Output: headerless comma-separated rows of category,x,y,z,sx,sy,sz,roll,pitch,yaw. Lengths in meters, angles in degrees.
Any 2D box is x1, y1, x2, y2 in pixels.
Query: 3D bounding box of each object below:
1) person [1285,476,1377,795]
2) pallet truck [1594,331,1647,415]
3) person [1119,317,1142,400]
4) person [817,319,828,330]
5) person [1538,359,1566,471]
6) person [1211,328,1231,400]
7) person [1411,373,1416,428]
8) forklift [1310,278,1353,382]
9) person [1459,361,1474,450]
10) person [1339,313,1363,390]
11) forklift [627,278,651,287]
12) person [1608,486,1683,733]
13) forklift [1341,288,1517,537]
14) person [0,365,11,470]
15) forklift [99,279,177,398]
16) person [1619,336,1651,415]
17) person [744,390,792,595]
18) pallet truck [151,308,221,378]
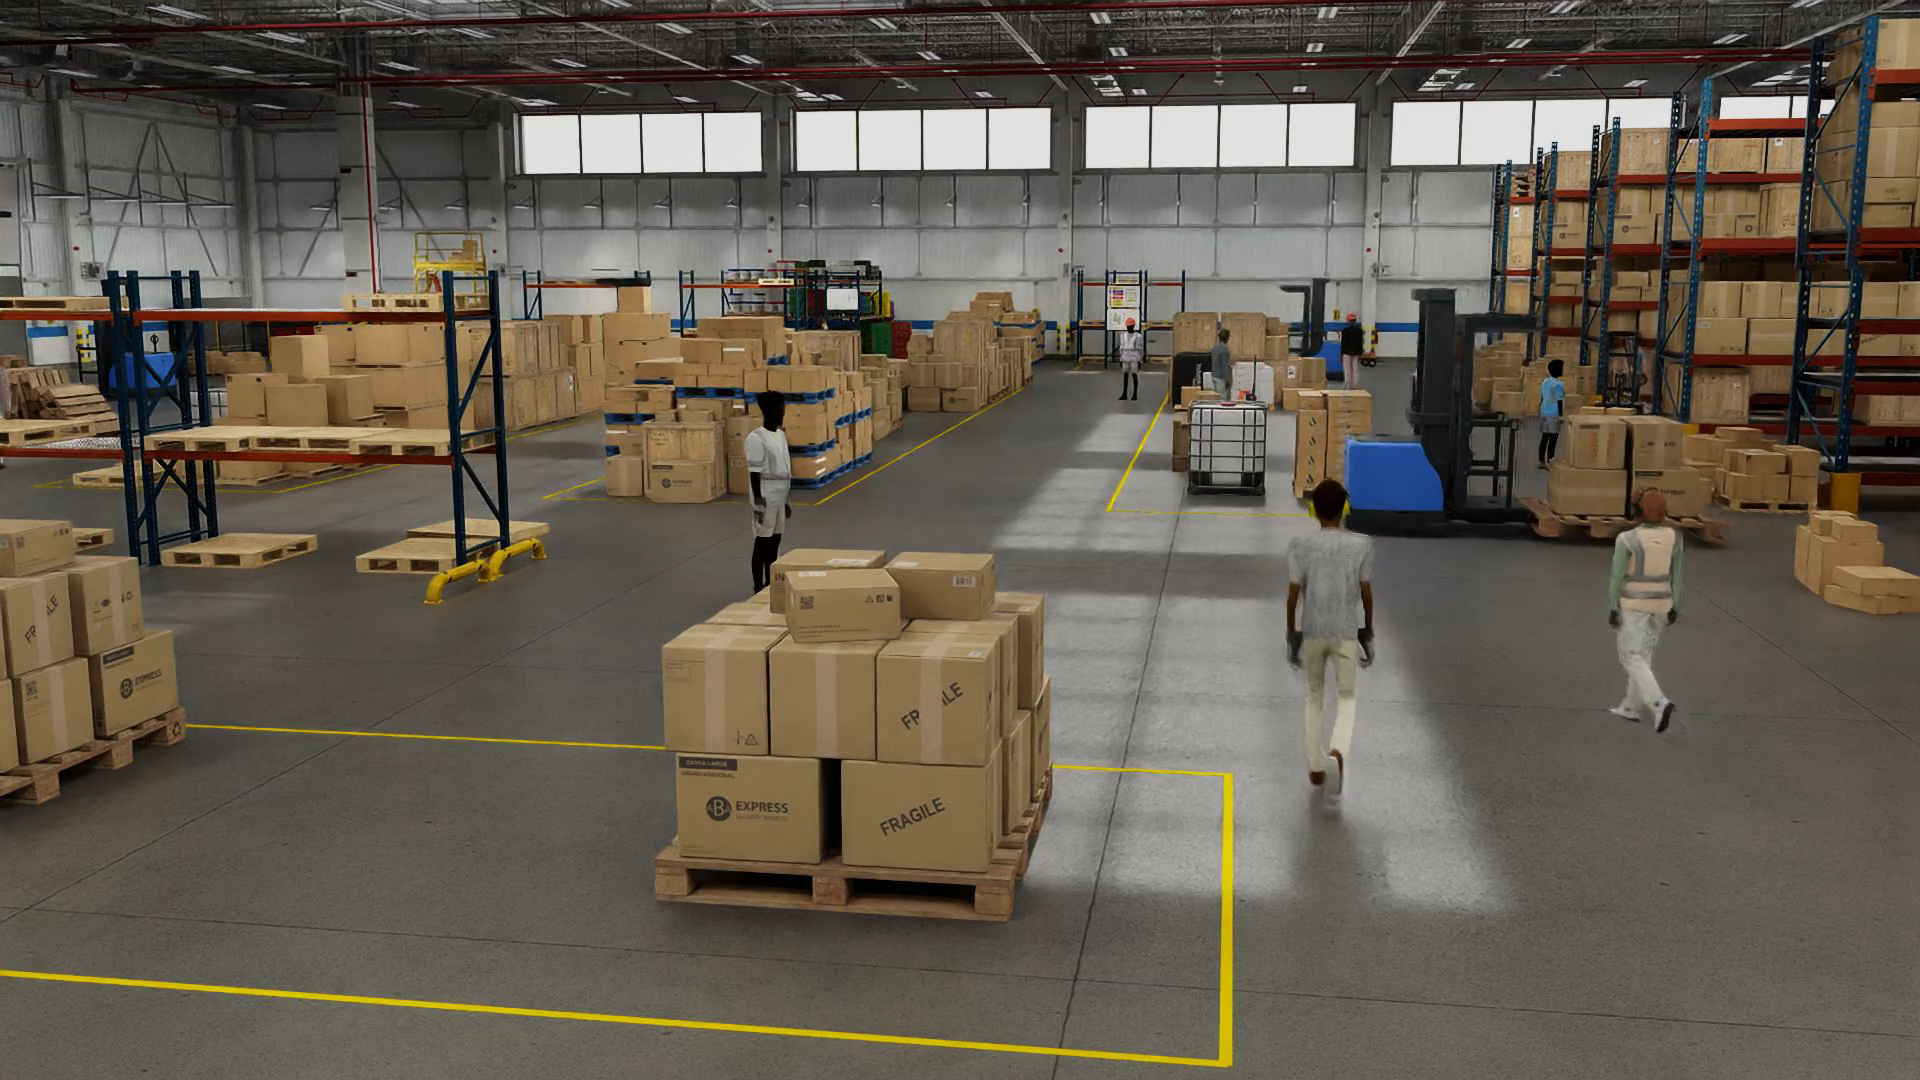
person,2.135,0.567,9.592,0.529,1.852,0.602,2,9,13
pallet truck,11.253,-2.573,28.499,0.823,1.965,1.885,5,10,27
person,3.987,-4.231,38.904,0.545,1.939,0.373,5,11,29
person,-3.164,-4.084,37.998,0.377,1.940,0.628,4,10,24
person,8.985,-1.889,25.204,0.316,1.695,0.542,-2,9,-9
person,4.987,-3.069,31.766,0.366,1.932,0.628,-2,9,-12
person,6.880,-1.851,24.333,0.609,1.898,0.610,-2,9,-9
forklift,9.728,-5.714,45.153,1.873,2.768,1.129,1,9,9
person,7.882,-1.990,26.037,0.312,1.632,0.526,0,9,2
person,9.645,-4.611,41.076,0.622,1.992,0.396,-3,10,-20
forklift,-8.733,-5.757,45.420,1.873,2.768,1.129,1,9,9
person,4.546,0.459,10.970,0.521,1.620,0.677,-2,10,-15
forklift,5.421,-1.502,19.175,1.873,2.768,1.129,1,9,9
person,-14.724,-2.009,25.222,0.668,1.931,0.472,1,9,5
forklift,-19.606,-4.720,39.027,1.873,2.768,1.129,1,9,9
person,13.074,-3.092,32.243,0.633,1.827,0.636,2,10,15
person,-1.707,-0.373,15.023,0.366,1.967,0.603,3,10,20
pallet truck,-21.869,-5.598,47.154,0.823,1.965,1.885,4,10,26
